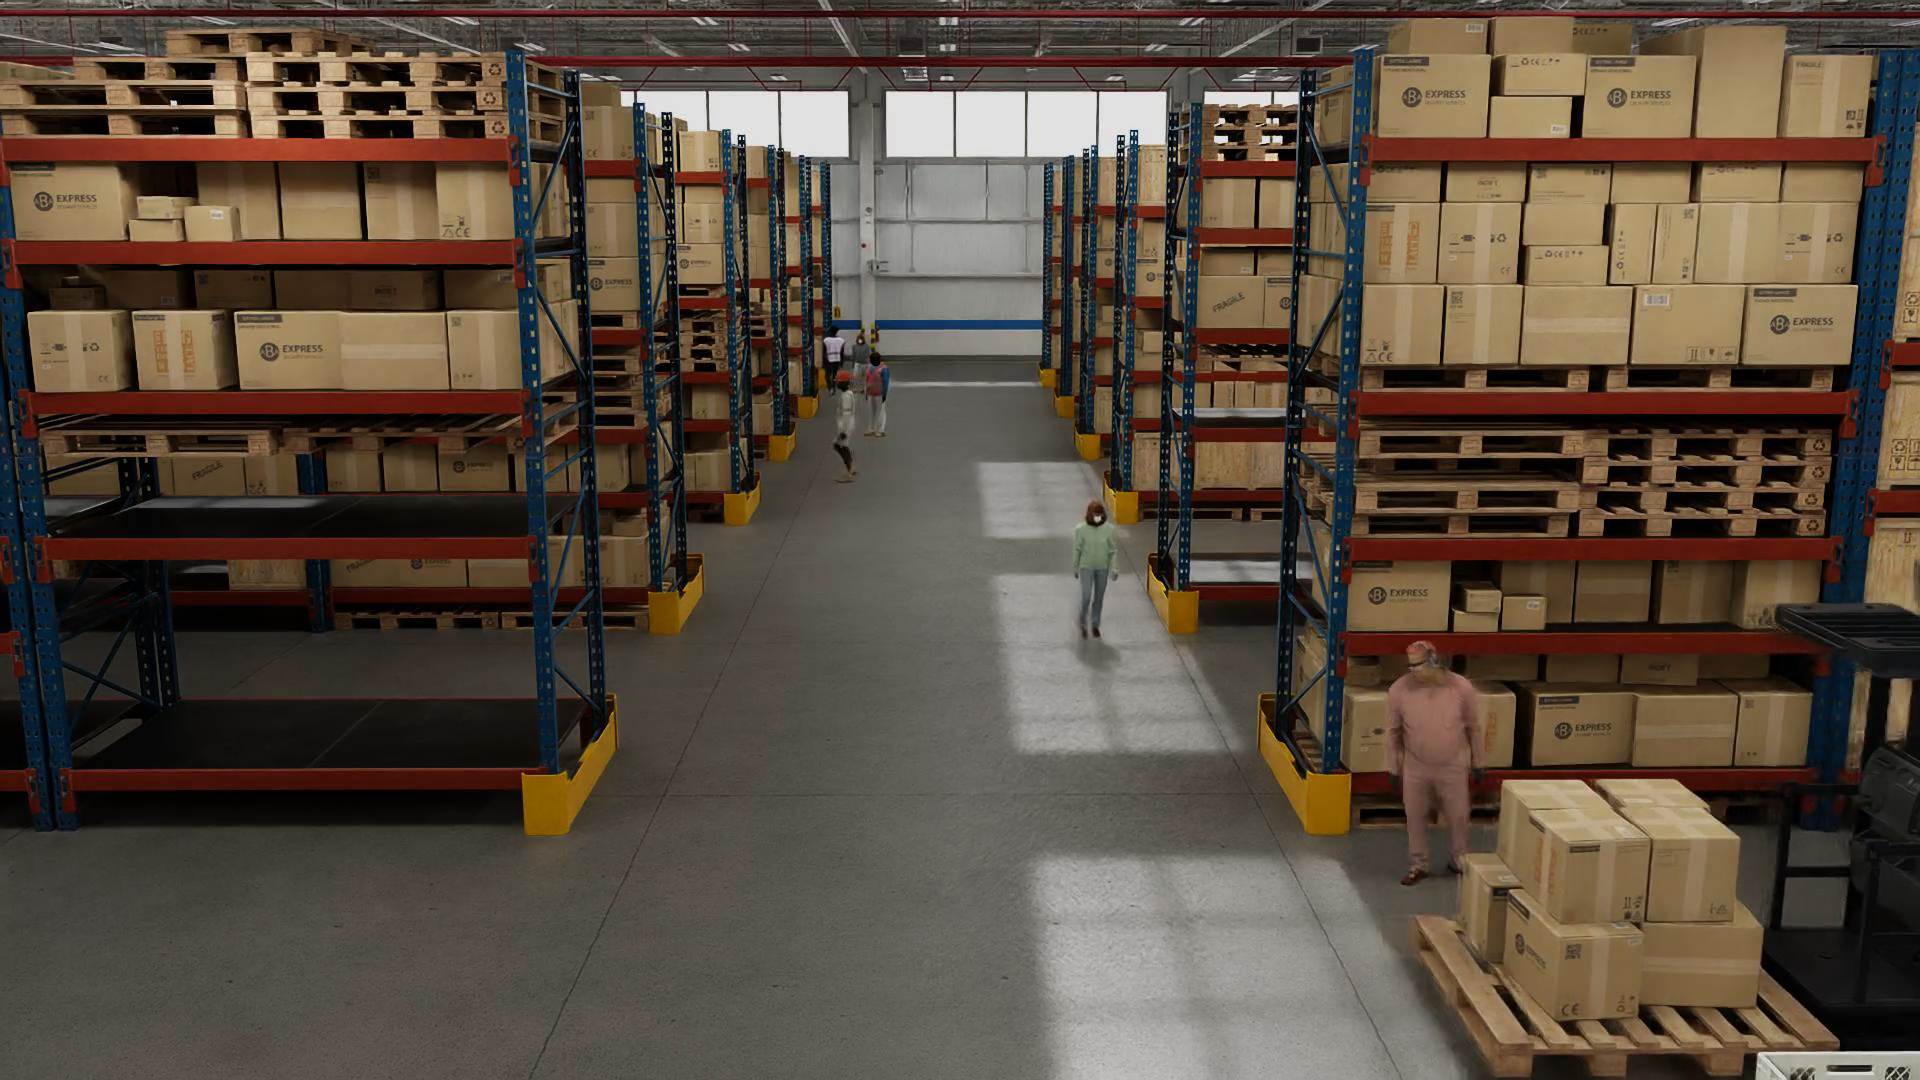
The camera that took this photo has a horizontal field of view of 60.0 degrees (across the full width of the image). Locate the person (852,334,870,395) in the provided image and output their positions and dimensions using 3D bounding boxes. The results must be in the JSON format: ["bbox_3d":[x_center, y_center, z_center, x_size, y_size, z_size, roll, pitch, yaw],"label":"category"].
[{"bbox_3d":[-2.621,-4.594,43.655,0.501,1.586,0.832,1,11,6],"label":"person"}]

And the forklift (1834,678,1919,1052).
[{"bbox_3d":[6.072,1.558,9.976,1.873,2.768,1.129,0,11,-1],"label":"forklift"}]

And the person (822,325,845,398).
[{"bbox_3d":[-3.267,-4.603,43.006,0.615,1.883,0.429,-5,12,-21],"label":"person"}]

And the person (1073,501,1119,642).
[{"bbox_3d":[1.565,0.356,19.071,0.503,1.613,0.563,-1,12,-7],"label":"person"}]

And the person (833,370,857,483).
[{"bbox_3d":[-2.093,-2.031,29.870,0.420,2.032,0.633,-1,11,-5],"label":"person"}]

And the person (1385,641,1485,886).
[{"bbox_3d":[3.497,1.631,12.169,0.772,1.867,0.546,3,12,14],"label":"person"}]

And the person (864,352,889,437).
[{"bbox_3d":[-1.815,-3.134,35.836,0.620,1.837,0.429,10,15,42],"label":"person"}]
